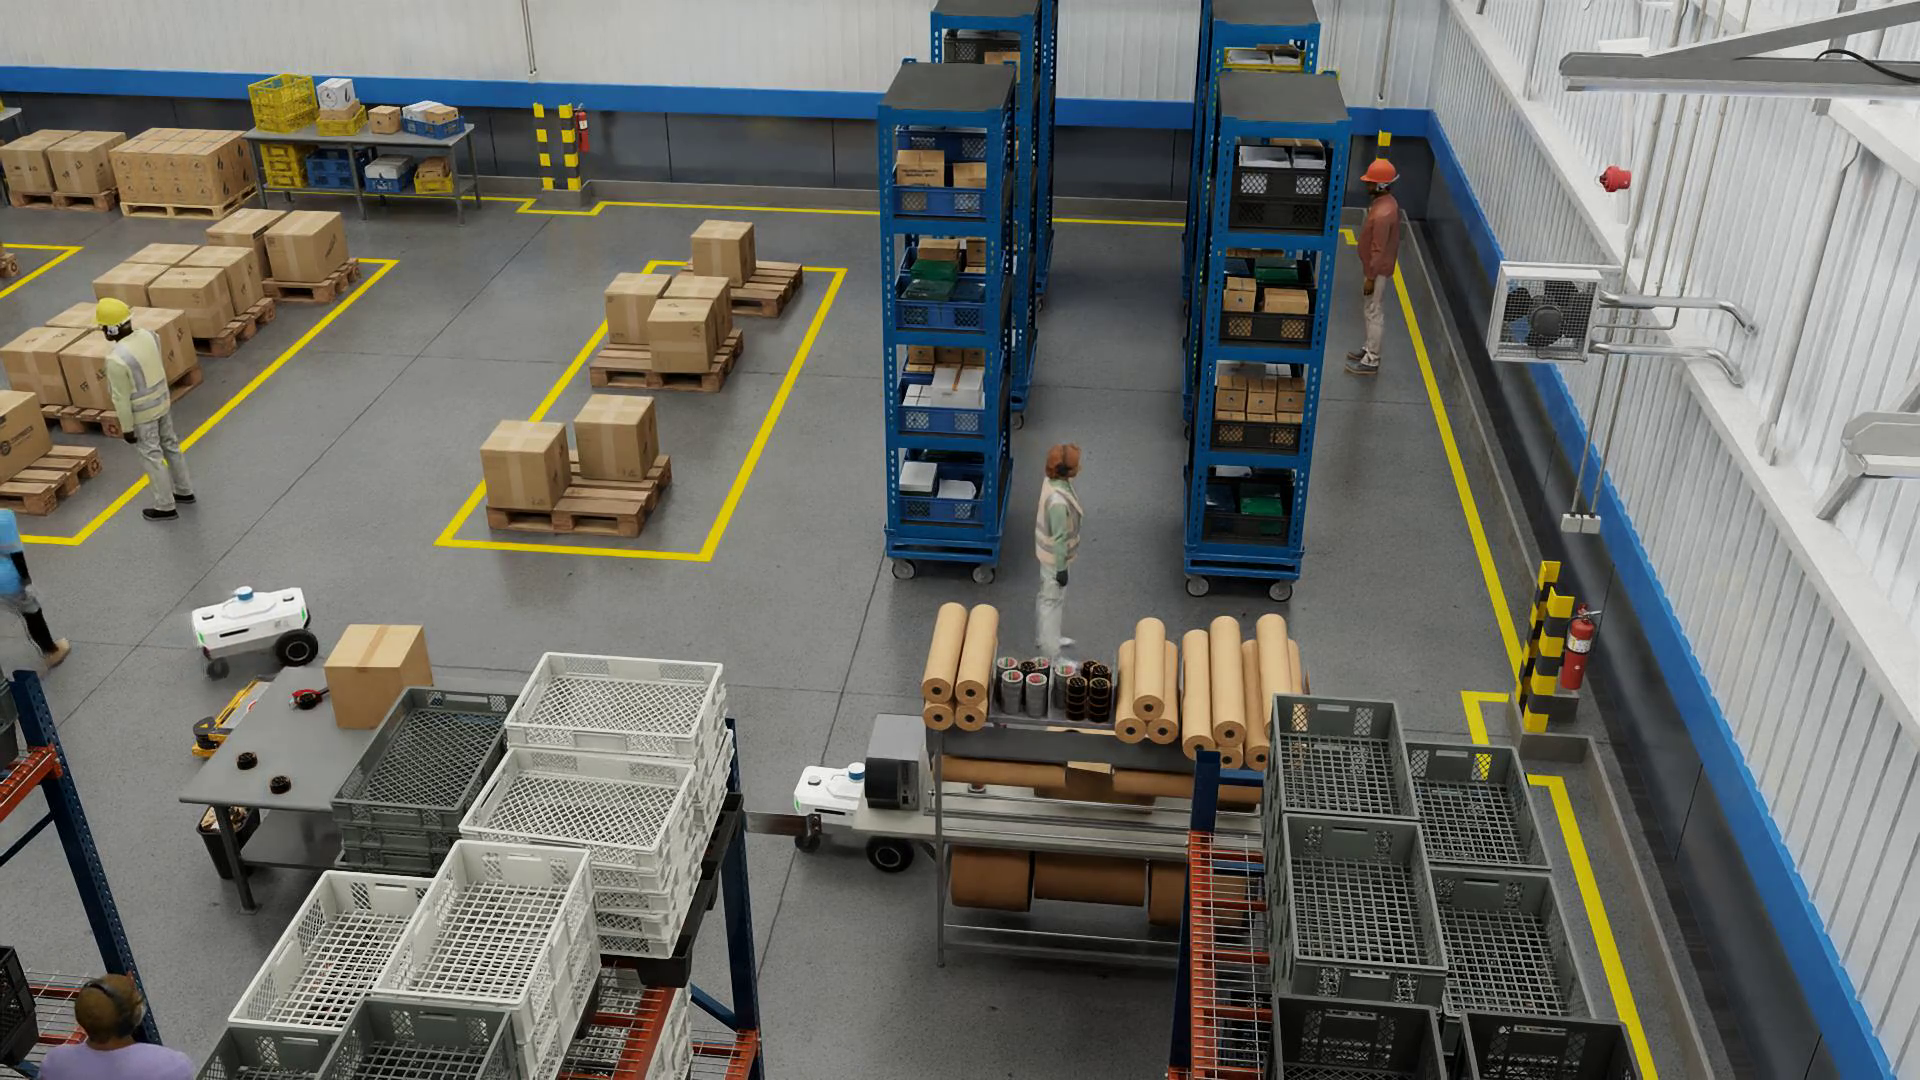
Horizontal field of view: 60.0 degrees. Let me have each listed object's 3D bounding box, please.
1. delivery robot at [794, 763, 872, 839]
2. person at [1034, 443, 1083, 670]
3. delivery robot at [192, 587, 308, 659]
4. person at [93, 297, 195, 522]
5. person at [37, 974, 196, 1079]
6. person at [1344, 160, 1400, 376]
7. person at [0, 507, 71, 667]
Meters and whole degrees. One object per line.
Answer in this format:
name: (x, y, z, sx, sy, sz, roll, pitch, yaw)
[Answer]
delivery robot: (-0.595, 1.515, 9.674, 0.707, 0.478, 0.477, 6, 31, 10)
person: (0.652, 0.097, 11.129, 0.310, 1.636, 0.523, -1, 30, -2)
delivery robot: (-4.831, 0.546, 11.337, 0.707, 0.478, 0.477, -14, 33, -22)
person: (-6.317, -1.017, 12.864, 0.403, 1.823, 0.584, 4, 30, 7)
person: (-3.233, 2.515, 6.683, 0.632, 1.936, 0.359, 2, 30, 3)
person: (3.789, -2.510, 15.273, 0.409, 1.986, 0.618, 7, 31, 12)
person: (-6.302, 0.268, 10.811, 0.549, 1.663, 0.836, -1, 30, -1)
